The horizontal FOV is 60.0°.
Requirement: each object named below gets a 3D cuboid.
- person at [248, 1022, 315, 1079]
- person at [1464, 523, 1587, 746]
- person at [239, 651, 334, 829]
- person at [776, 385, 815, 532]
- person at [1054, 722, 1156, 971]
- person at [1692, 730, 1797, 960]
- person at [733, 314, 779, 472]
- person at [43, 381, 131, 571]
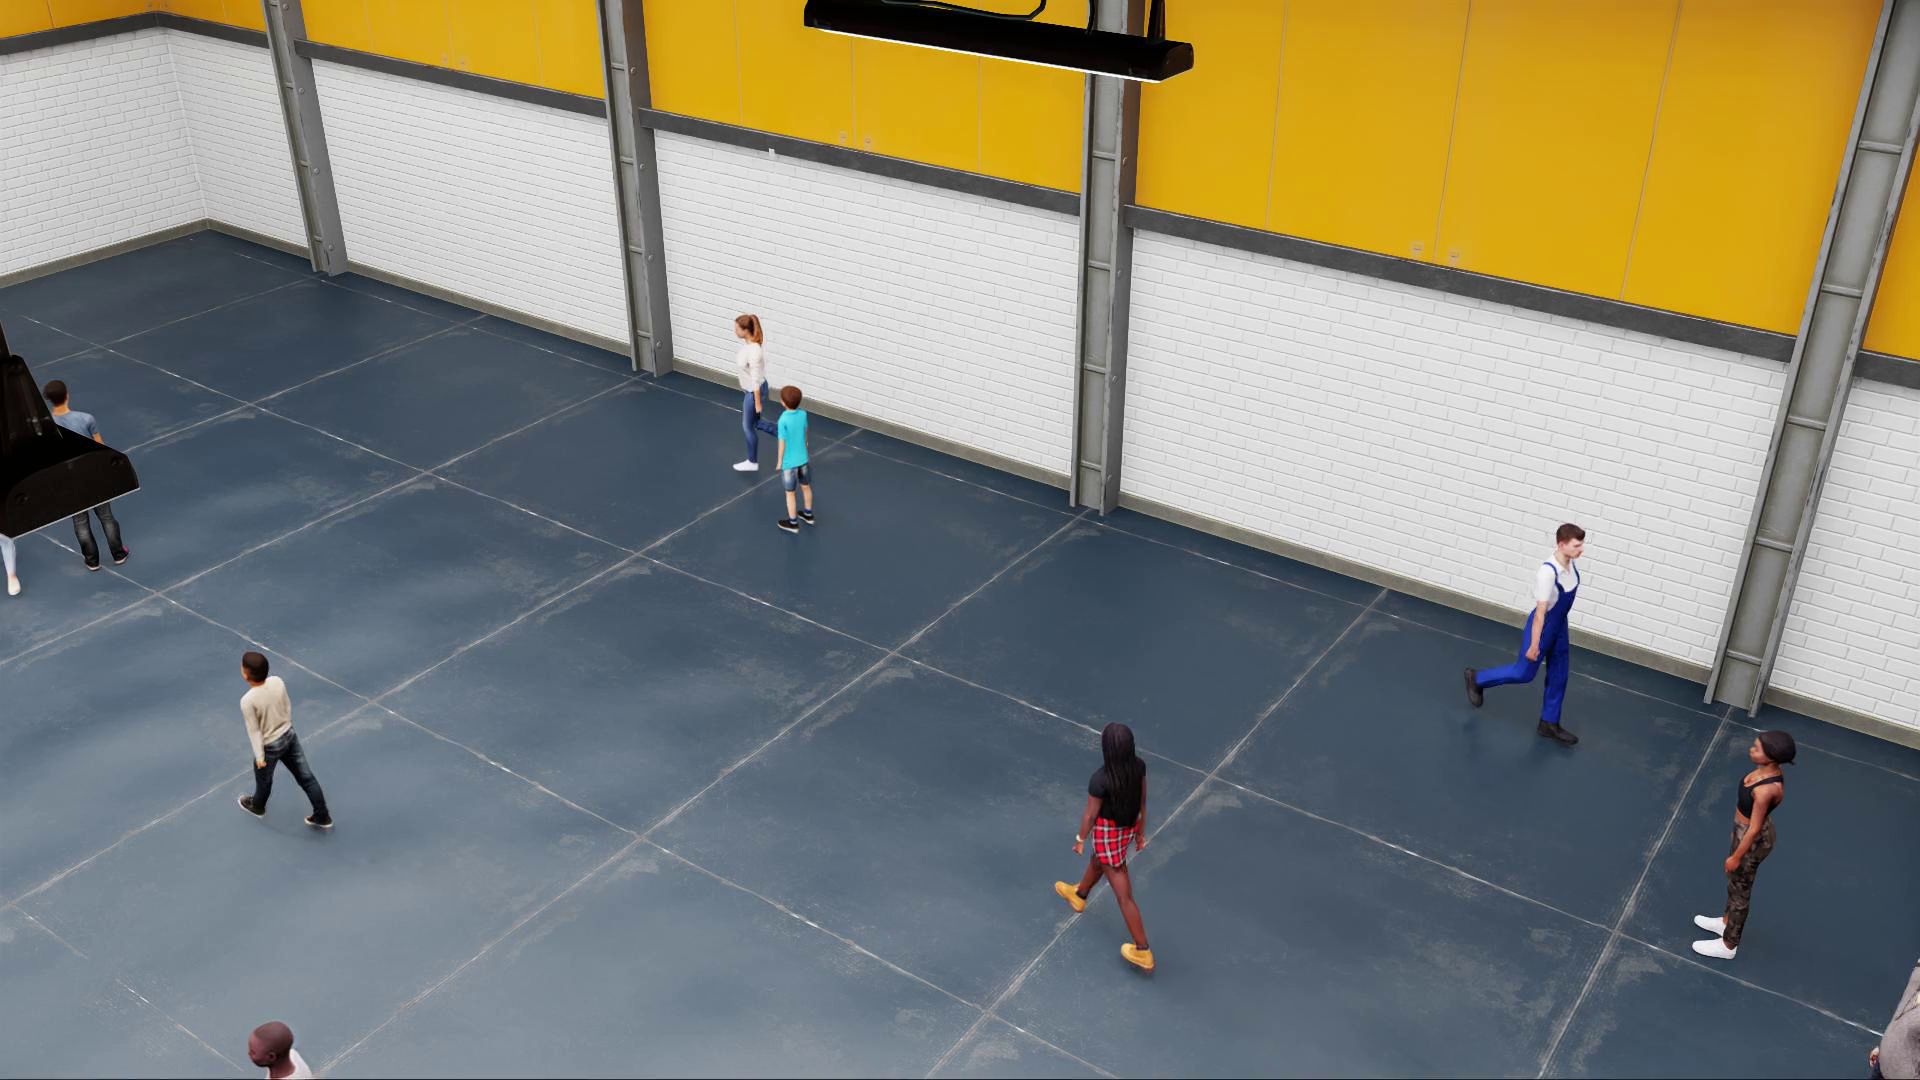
[{"bbox_3d":[-3.271,3.081,8.299,0.756,1.771,0.653,-10,30,-18],"label":"person"},{"bbox_3d":[4.382,0.662,12.675,1.214,1.828,0.761,25,37,37],"label":"person"},{"bbox_3d":[-4.733,1.449,11.649,1.031,1.428,0.675,14,31,23],"label":"person"},{"bbox_3d":[-1.566,-0.792,15.735,0.497,1.449,0.539,23,36,35],"label":"person"},{"bbox_3d":[1.029,1.950,10.477,0.789,1.671,1.240,-23,36,-36],"label":"person"},{"bbox_3d":[4.989,1.908,10.520,0.578,1.703,0.604,13,31,23],"label":"person"},{"bbox_3d":[-1.969,-1.456,16.685,1.036,1.706,0.956,-3,29,-6],"label":"person"},{"bbox_3d":[-7.921,-0.581,14.978,0.731,1.804,0.705,-15,32,-25],"label":"person"}]
